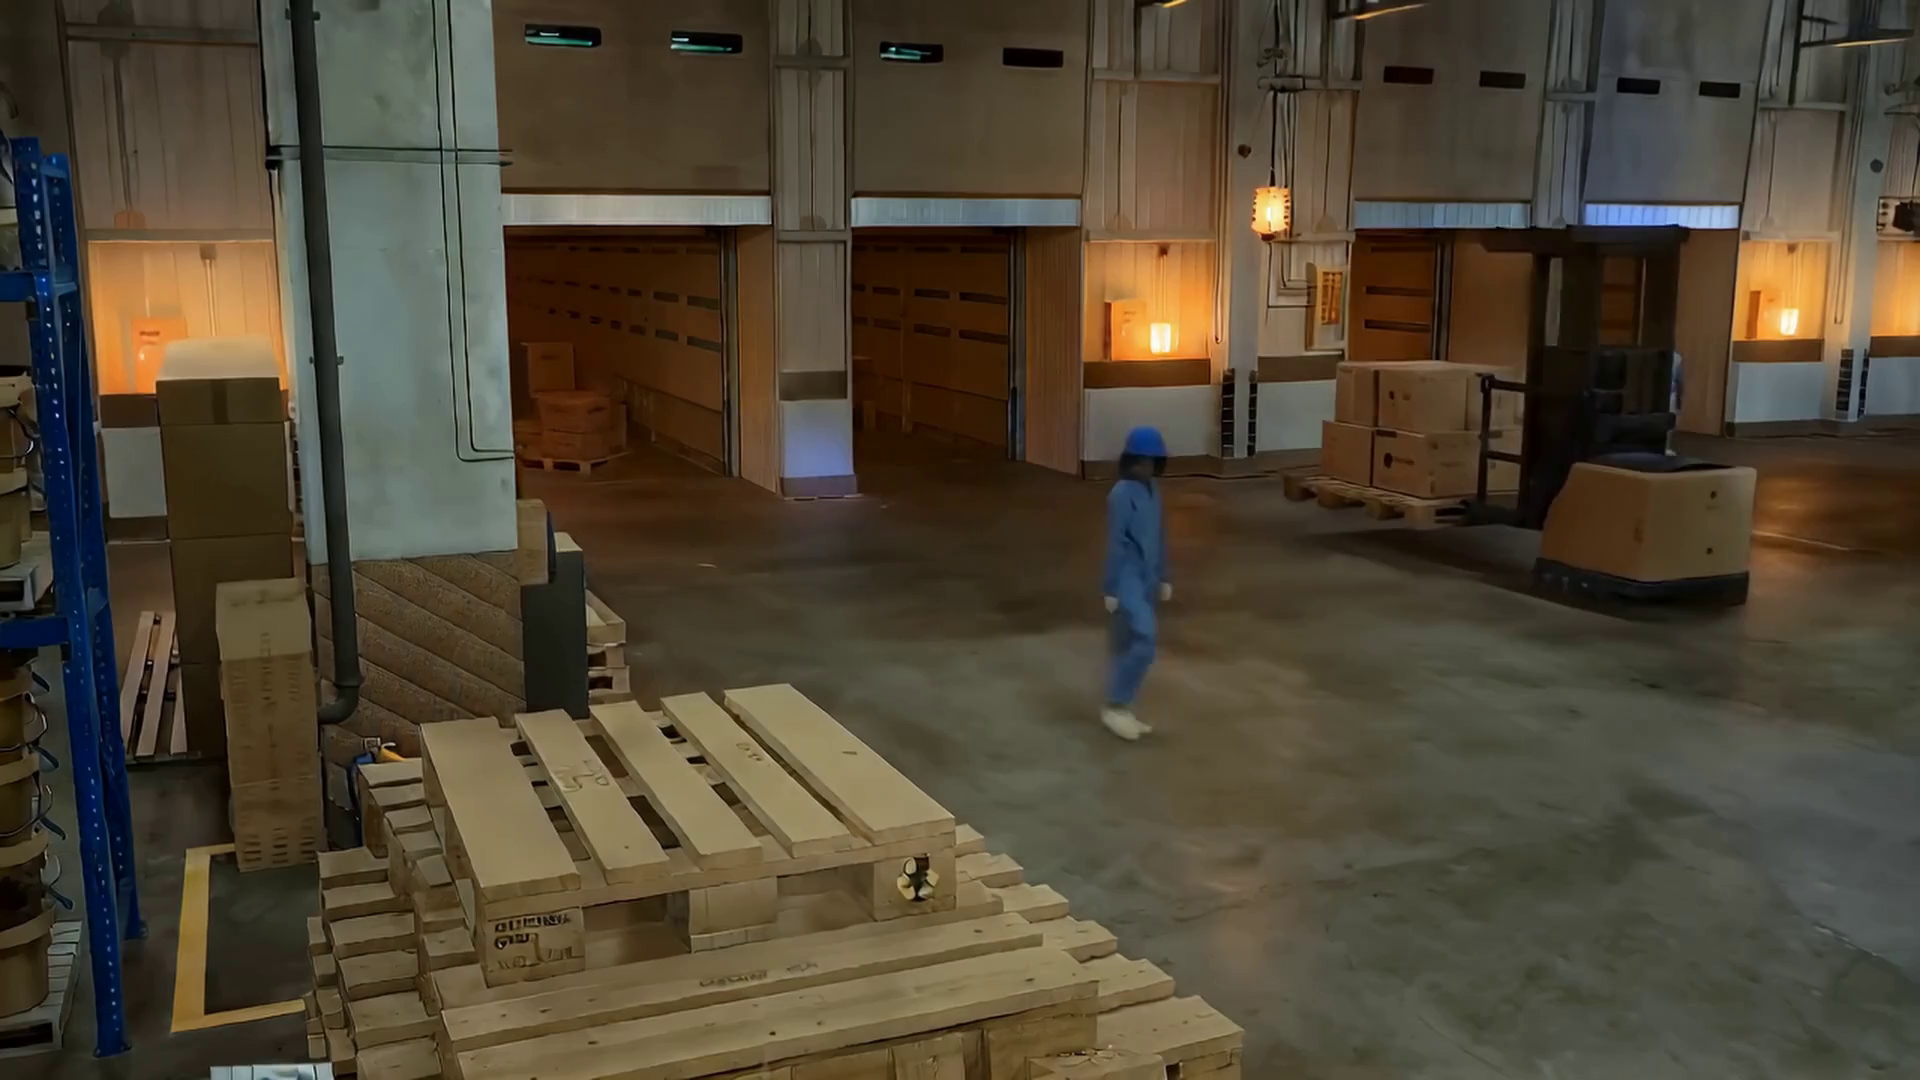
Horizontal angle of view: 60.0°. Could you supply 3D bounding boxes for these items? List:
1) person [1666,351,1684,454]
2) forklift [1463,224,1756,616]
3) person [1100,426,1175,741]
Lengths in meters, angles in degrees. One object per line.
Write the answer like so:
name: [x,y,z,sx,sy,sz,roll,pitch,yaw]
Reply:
person: [8.583,-1.777,20.466,0.546,1.616,0.596,2,10,9]
forklift: [4.938,-0.970,12.534,1.129,2.768,1.873,-4,11,-23]
person: [0.962,0.236,9.074,0.418,1.730,0.501,6,12,29]
